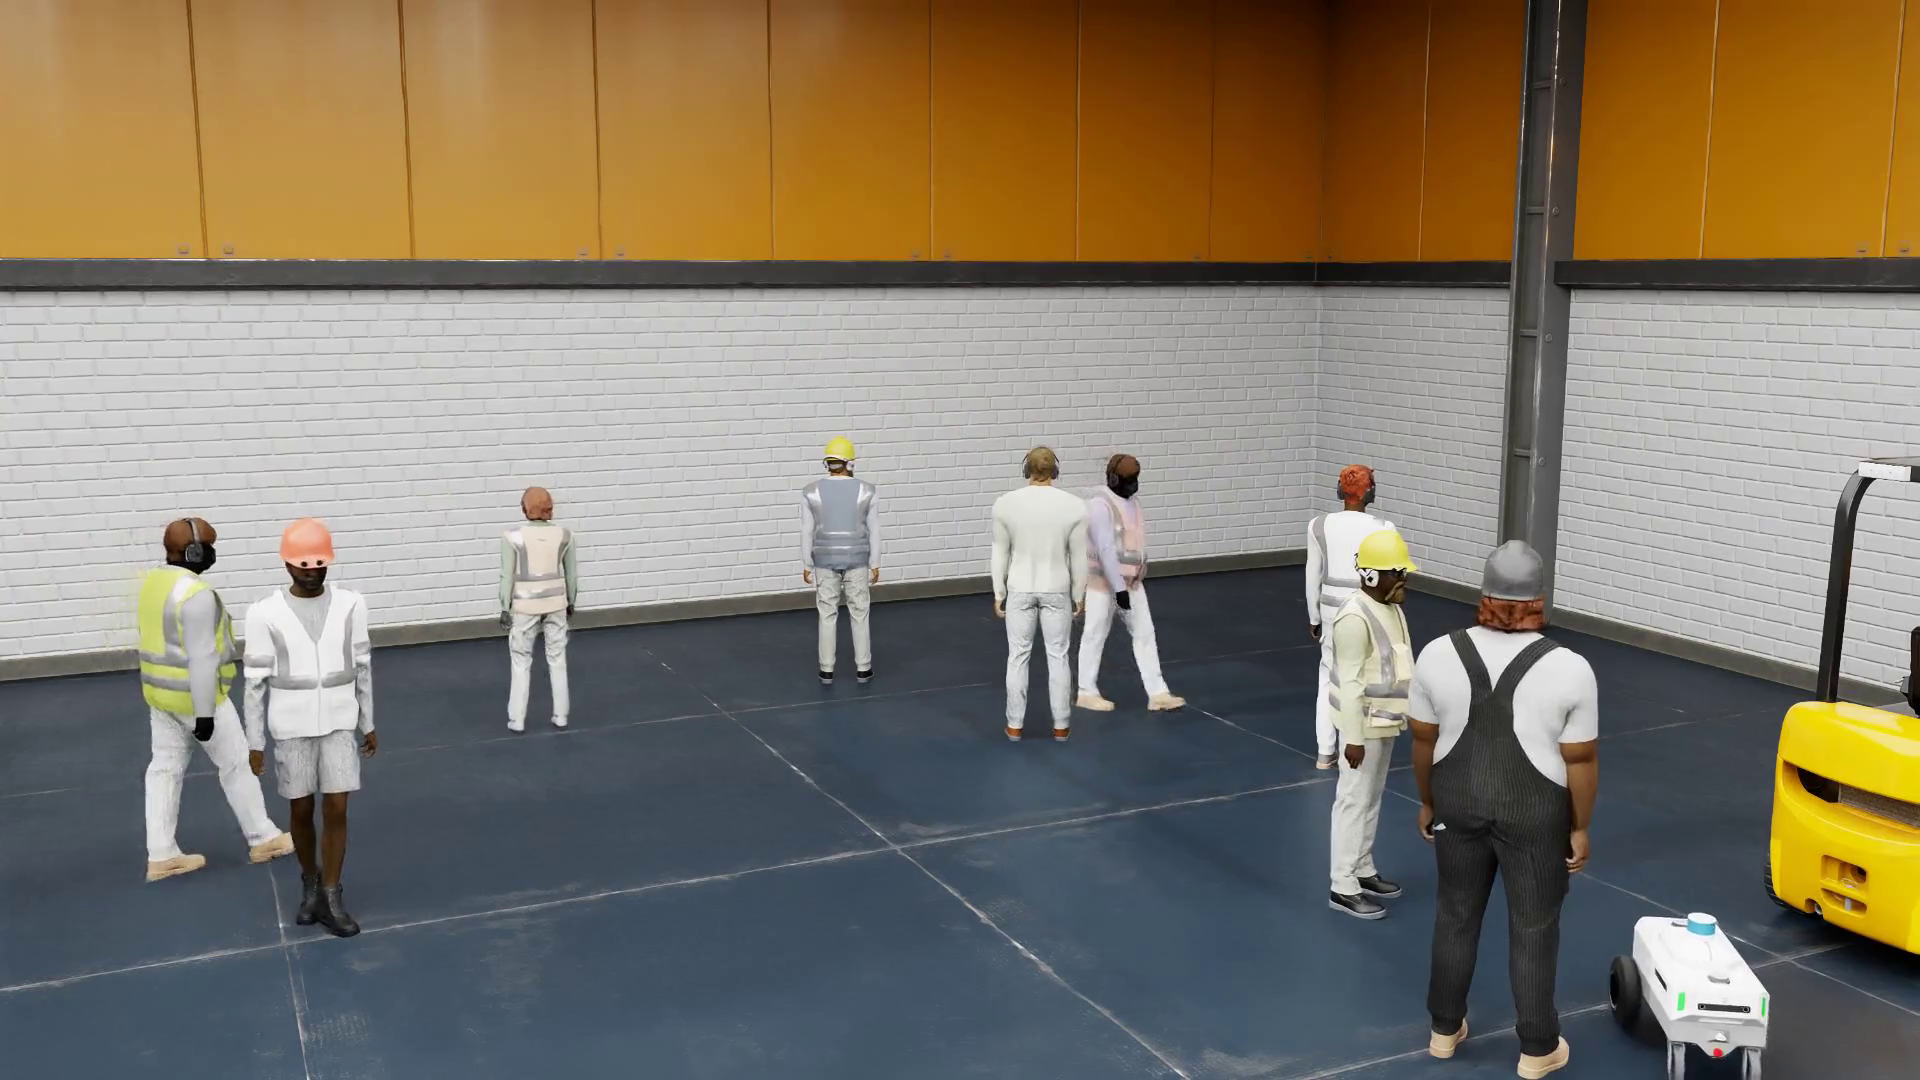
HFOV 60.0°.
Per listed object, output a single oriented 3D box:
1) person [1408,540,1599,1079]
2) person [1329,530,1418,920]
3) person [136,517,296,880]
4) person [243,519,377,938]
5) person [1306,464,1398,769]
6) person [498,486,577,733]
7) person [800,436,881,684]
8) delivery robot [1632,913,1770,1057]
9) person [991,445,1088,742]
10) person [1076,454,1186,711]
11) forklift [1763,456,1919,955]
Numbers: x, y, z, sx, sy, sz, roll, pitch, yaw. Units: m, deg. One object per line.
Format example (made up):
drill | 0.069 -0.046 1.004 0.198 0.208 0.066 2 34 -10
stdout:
person | 2.081 1.004 6.340 0.687 2.000 0.537 6 11 33
person | 1.964 0.856 7.901 0.403 1.831 0.596 5 11 30
person | -3.792 0.779 8.444 0.654 1.808 0.849 7 12 39
person | -2.971 0.852 7.644 0.572 1.926 0.530 -6 11 -32
person | 2.378 0.481 10.074 0.575 1.883 0.355 5 11 30
person | -2.775 0.460 10.980 0.536 1.633 0.333 -6 11 -32
person | -0.879 0.152 12.279 0.591 1.828 0.404 0 9 -3
delivery robot | 2.847 1.685 6.418 0.477 0.478 0.707 2 9 9
person | 0.509 0.350 10.767 0.624 1.930 0.369 1 9 4
person | 1.168 0.320 11.360 0.863 1.798 0.613 7 11 37
forklift | 4.857 0.731 7.561 2.313 2.155 1.214 -4 10 -25
